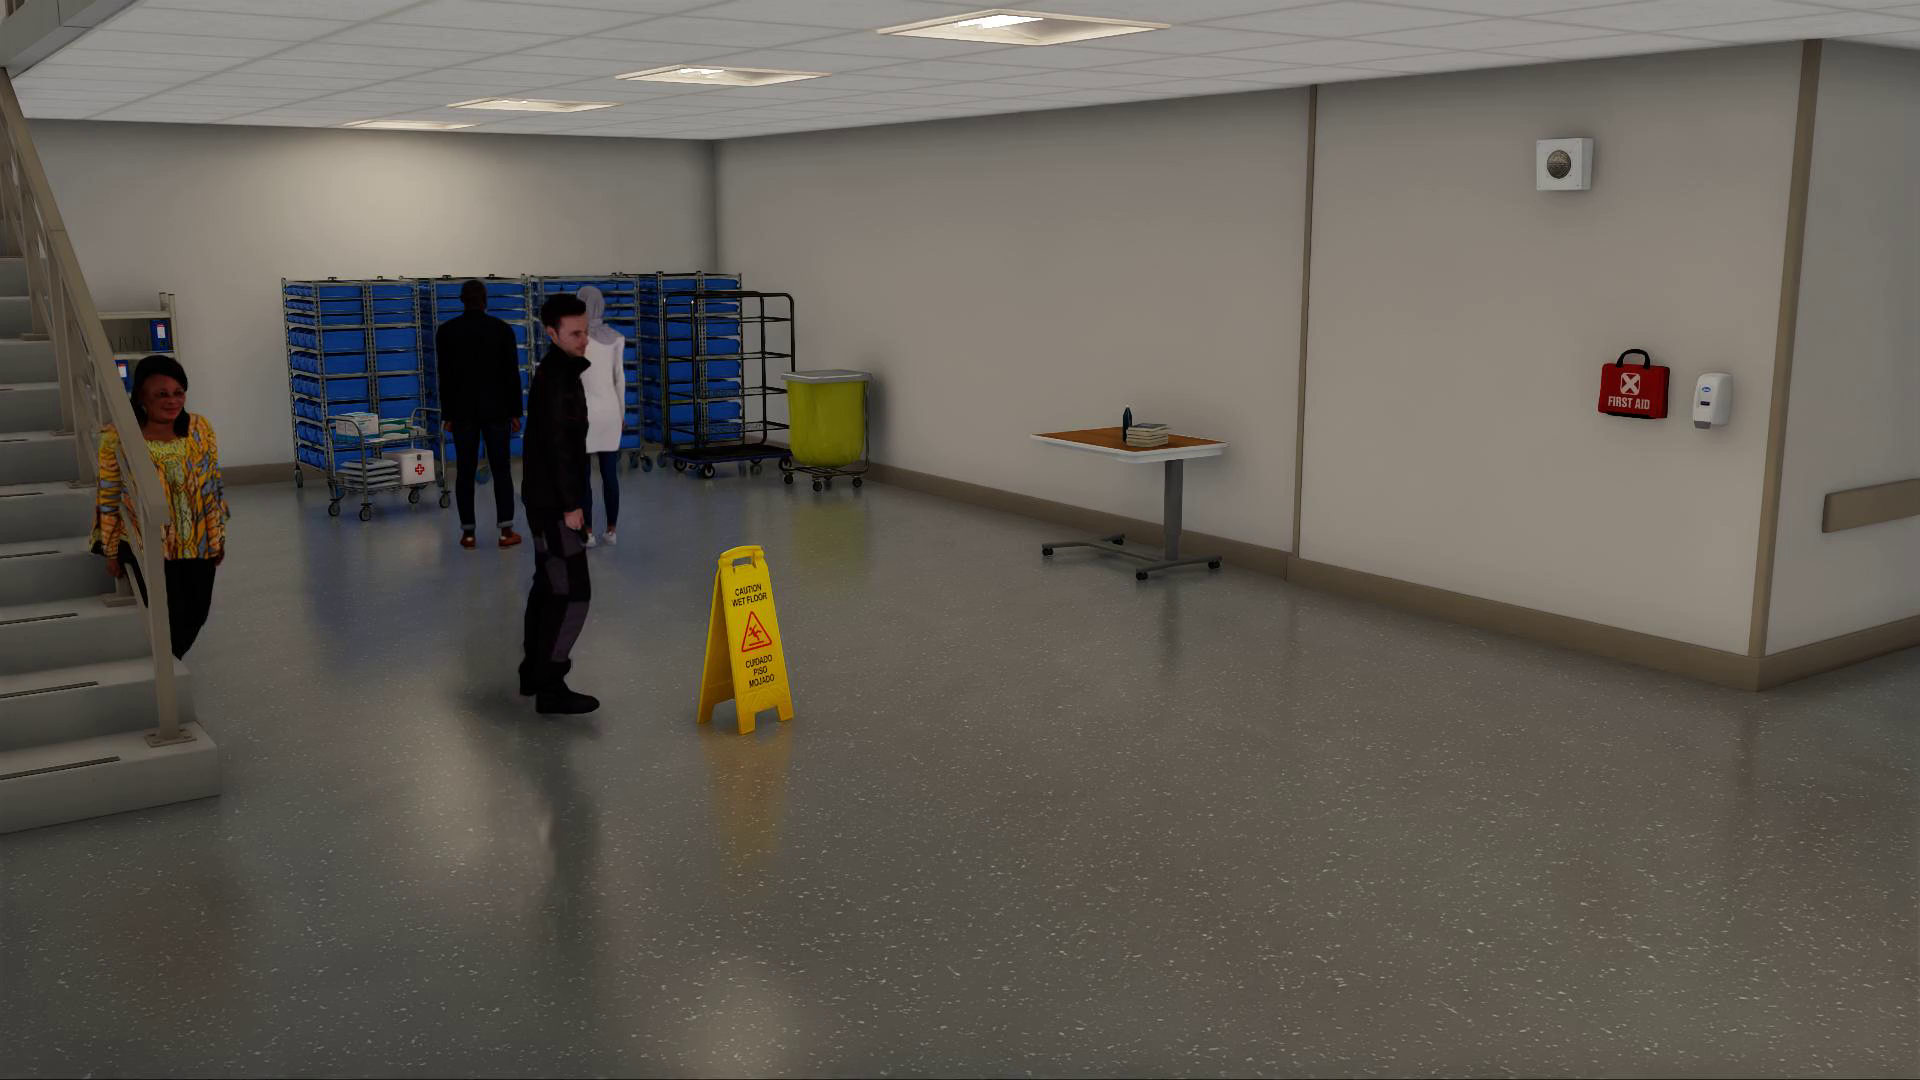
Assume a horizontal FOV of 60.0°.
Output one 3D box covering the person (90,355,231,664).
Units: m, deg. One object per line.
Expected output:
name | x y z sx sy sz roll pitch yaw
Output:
person | -3.426 0.031 7.144 1.044 1.627 0.854 9 14 41

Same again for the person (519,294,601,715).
person | -1.823 -0.146 7.416 1.057 1.873 0.741 -6 12 -27

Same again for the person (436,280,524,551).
person | -3.260 -0.852 11.287 0.784 1.817 0.764 -2 11 -8

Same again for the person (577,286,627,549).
person | -2.471 -0.832 11.290 0.632 1.778 0.592 -6 12 -29
